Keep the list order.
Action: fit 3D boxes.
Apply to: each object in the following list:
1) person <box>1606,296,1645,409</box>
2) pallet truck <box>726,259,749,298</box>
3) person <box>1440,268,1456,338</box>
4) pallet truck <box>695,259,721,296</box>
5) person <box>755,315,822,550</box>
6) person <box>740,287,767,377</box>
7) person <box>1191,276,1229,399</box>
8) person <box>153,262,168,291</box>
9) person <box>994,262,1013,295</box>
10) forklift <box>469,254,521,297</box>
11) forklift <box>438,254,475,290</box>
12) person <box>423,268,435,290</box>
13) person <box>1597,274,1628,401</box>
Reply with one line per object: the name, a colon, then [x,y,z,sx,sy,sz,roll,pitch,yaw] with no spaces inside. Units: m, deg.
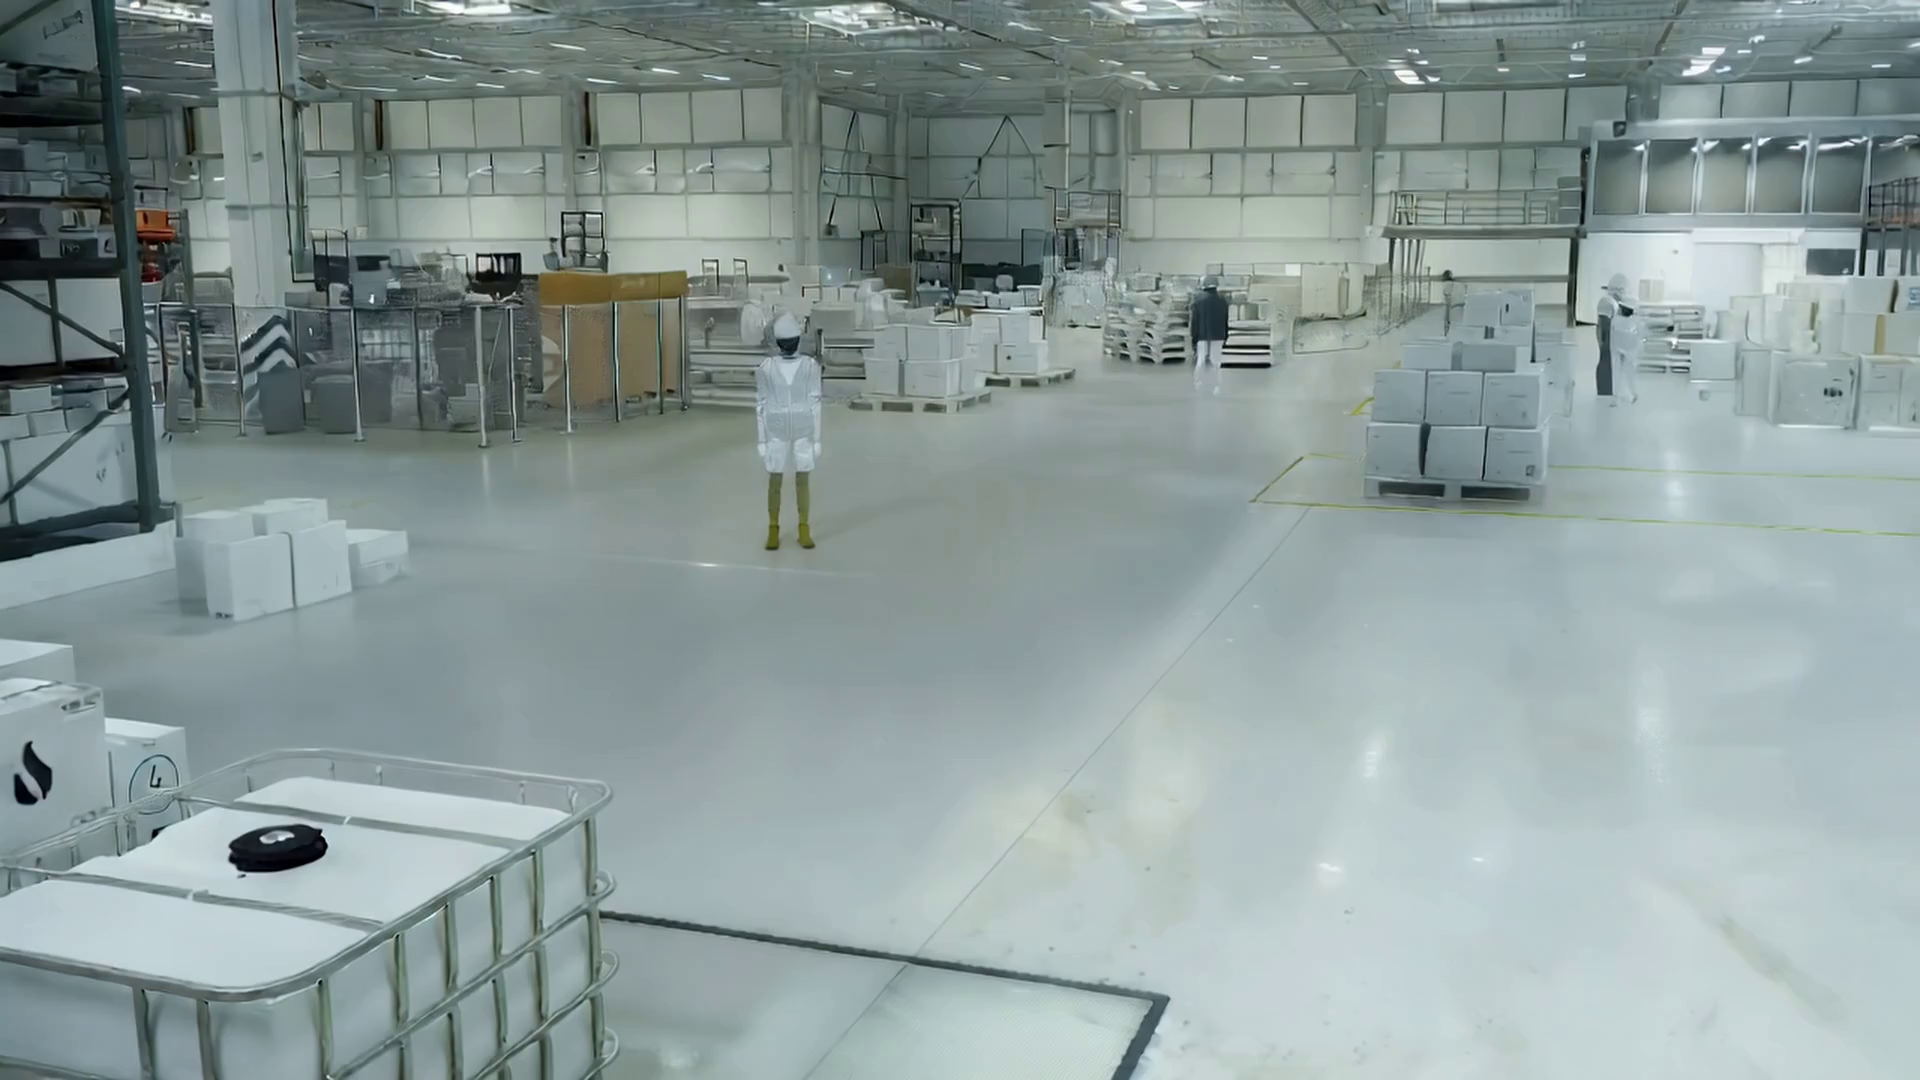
person: [10.243,-2.883,25.524,0.546,1.730,0.660,9,14,42]
pallet truck: [-7.986,-9.493,62.019,0.823,1.965,1.885,3,11,17]
person: [12.912,-6.216,43.898,0.358,1.883,0.575,3,10,16]
pallet truck: [-9.165,-9.627,62.776,0.823,1.965,1.885,4,11,23]
person: [-1.405,-0.879,13.679,0.549,1.937,0.358,-2,10,-10]
person: [-3.354,-3.341,27.929,0.893,1.786,0.605,4,11,21]
person: [4.057,-3.272,26.988,0.611,1.996,0.378,1,10,5]
person: [-27.643,-8.634,57.461,0.640,1.901,0.401,6,12,31]
person: [1.199,-6.764,46.546,0.629,2.033,0.447,-6,12,-32]
forklift: [-17.990,-10.121,64.684,1.157,1.987,2.680,3,11,17]
forklift: [-20.133,-10.254,65.465,1.157,1.987,2.680,3,11,19]
person: [-19.398,-9.192,60.787,0.404,1.830,0.599,-7,12,-34]
person: [10.548,-3.256,26.773,0.538,2.000,0.684,8,13,39]
